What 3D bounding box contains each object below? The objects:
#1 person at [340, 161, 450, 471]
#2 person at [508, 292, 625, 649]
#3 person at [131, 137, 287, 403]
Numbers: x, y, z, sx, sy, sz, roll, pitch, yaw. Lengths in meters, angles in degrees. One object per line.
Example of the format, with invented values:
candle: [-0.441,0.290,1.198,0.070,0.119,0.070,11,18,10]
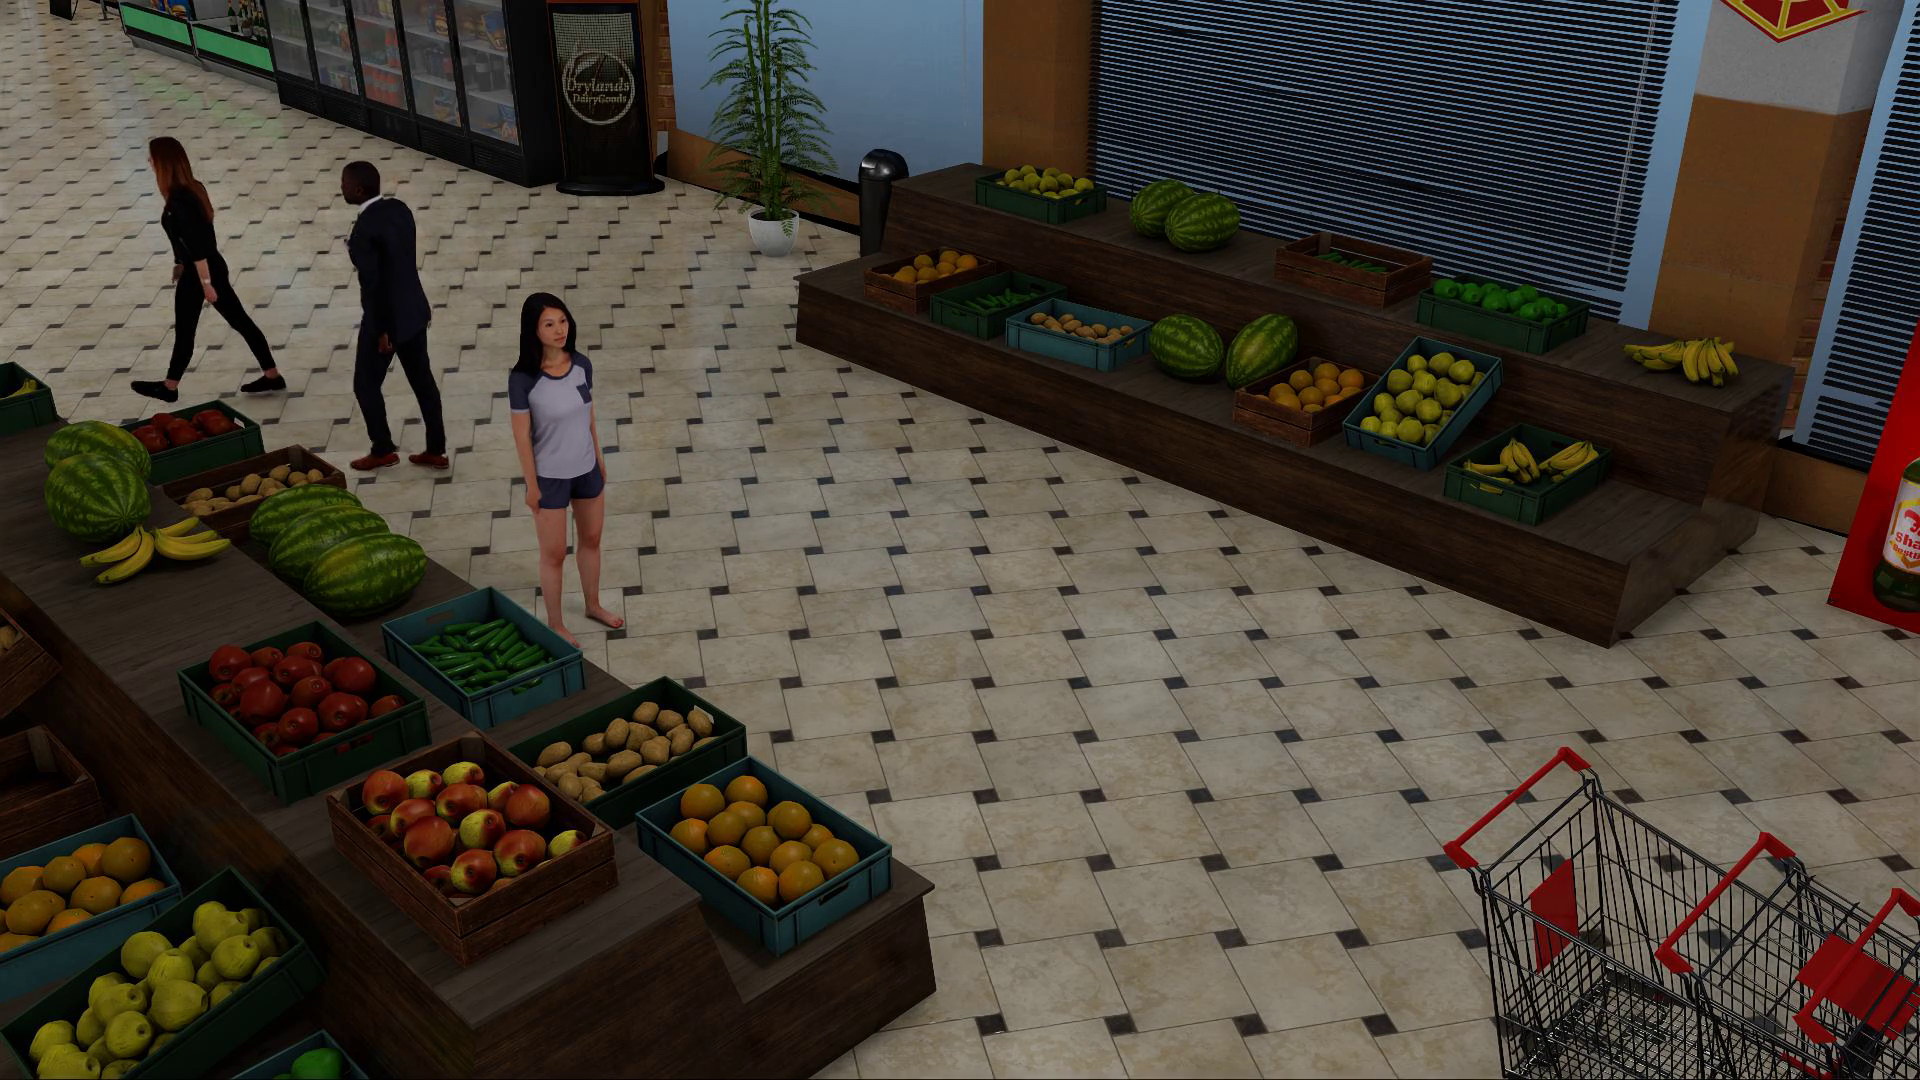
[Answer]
person: [-3.105,-1.222,9.359,0.929,1.802,0.867,9,28,18]
person: [-1.833,-0.329,7.706,0.550,1.706,0.615,20,33,34]
person: [-4.609,-1.657,10.367,1.096,1.667,1.133,-4,27,-8]
